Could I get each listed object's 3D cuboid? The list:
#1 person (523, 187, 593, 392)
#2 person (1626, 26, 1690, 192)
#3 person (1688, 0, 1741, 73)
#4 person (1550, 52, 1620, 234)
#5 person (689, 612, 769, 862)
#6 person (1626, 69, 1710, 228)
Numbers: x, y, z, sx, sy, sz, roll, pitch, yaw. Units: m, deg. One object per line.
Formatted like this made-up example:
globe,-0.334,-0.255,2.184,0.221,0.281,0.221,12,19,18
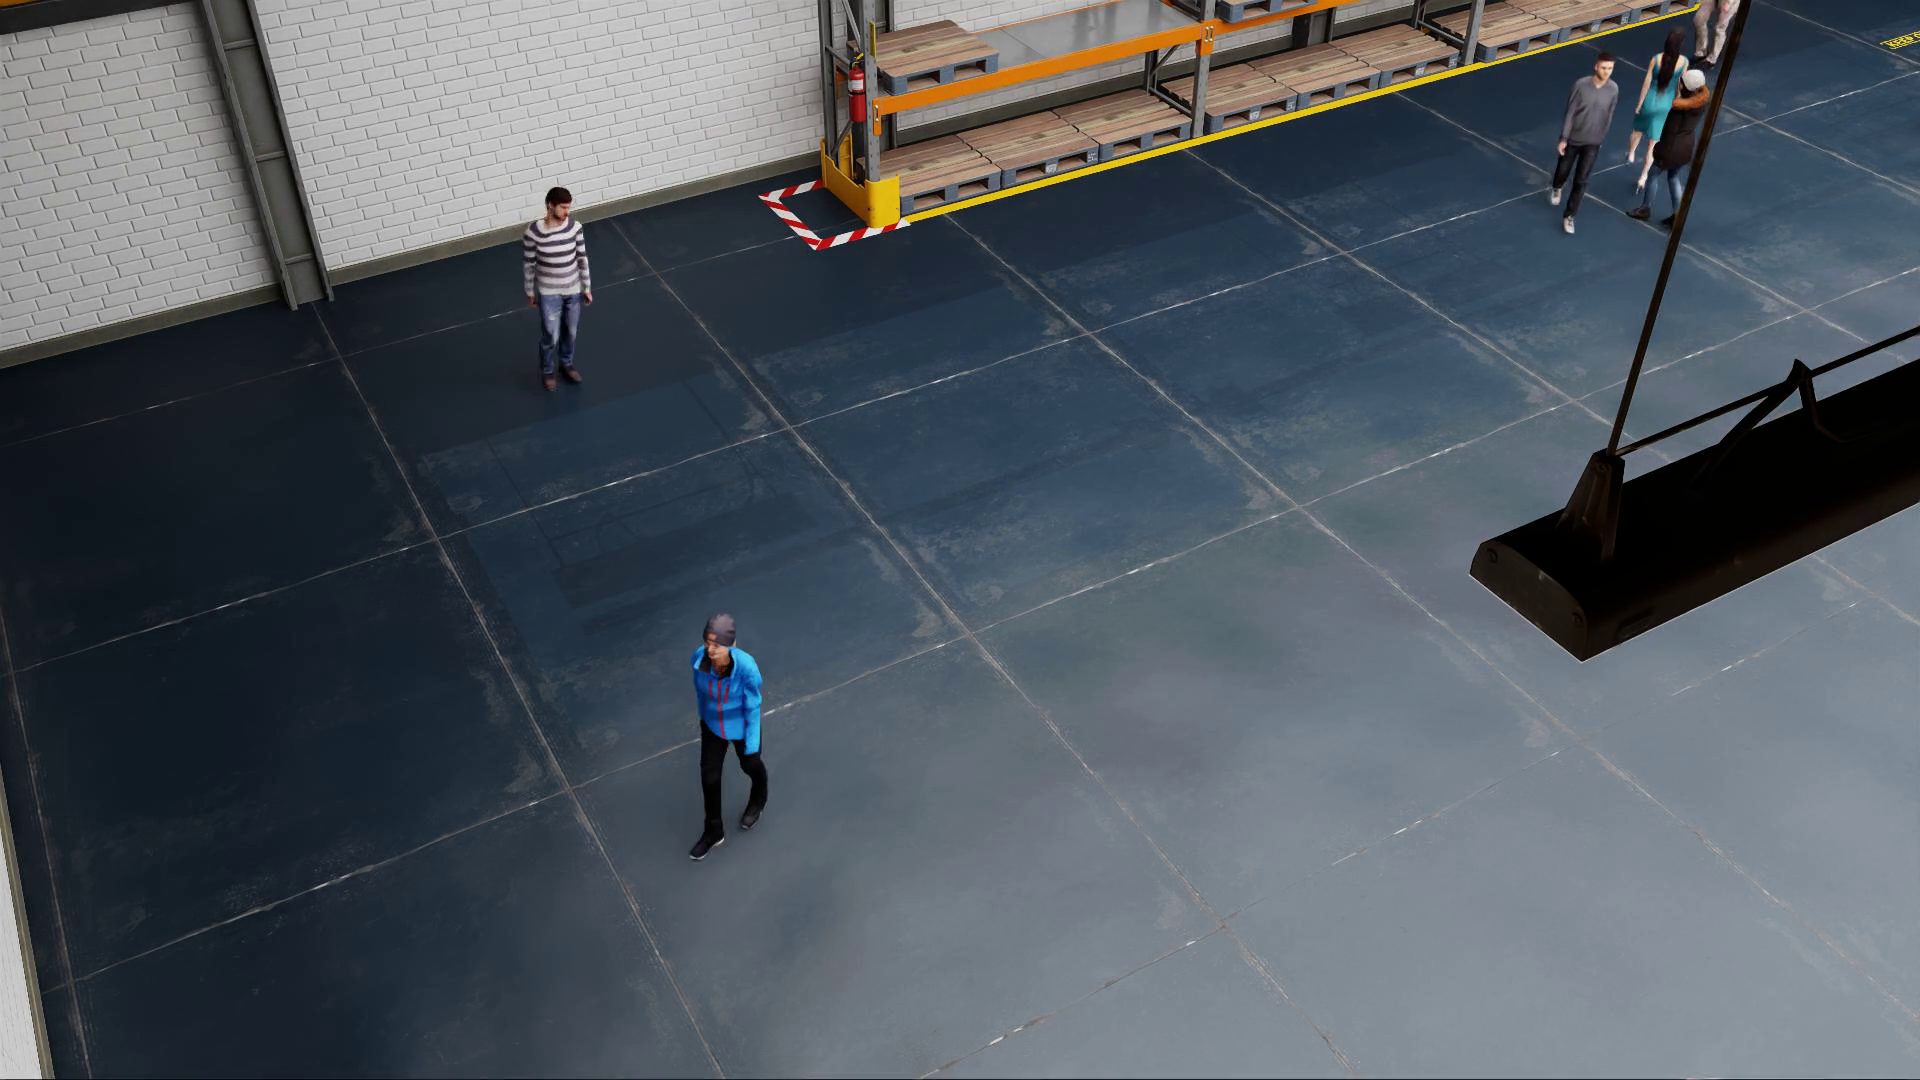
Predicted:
person,-3.403,-2.110,13.952,0.539,1.818,0.774,-9,40,-12
person,7.070,-4.335,16.876,0.995,1.646,1.052,9,39,11
person,8.897,-6.309,19.206,0.618,1.823,0.645,-18,42,-21
person,6.088,-3.951,16.312,1.010,1.750,1.040,6,39,8
person,-1.318,1.075,9.996,0.930,1.779,1.038,17,42,20
person,7.029,-3.805,16.230,0.759,1.623,0.770,-23,44,-26
